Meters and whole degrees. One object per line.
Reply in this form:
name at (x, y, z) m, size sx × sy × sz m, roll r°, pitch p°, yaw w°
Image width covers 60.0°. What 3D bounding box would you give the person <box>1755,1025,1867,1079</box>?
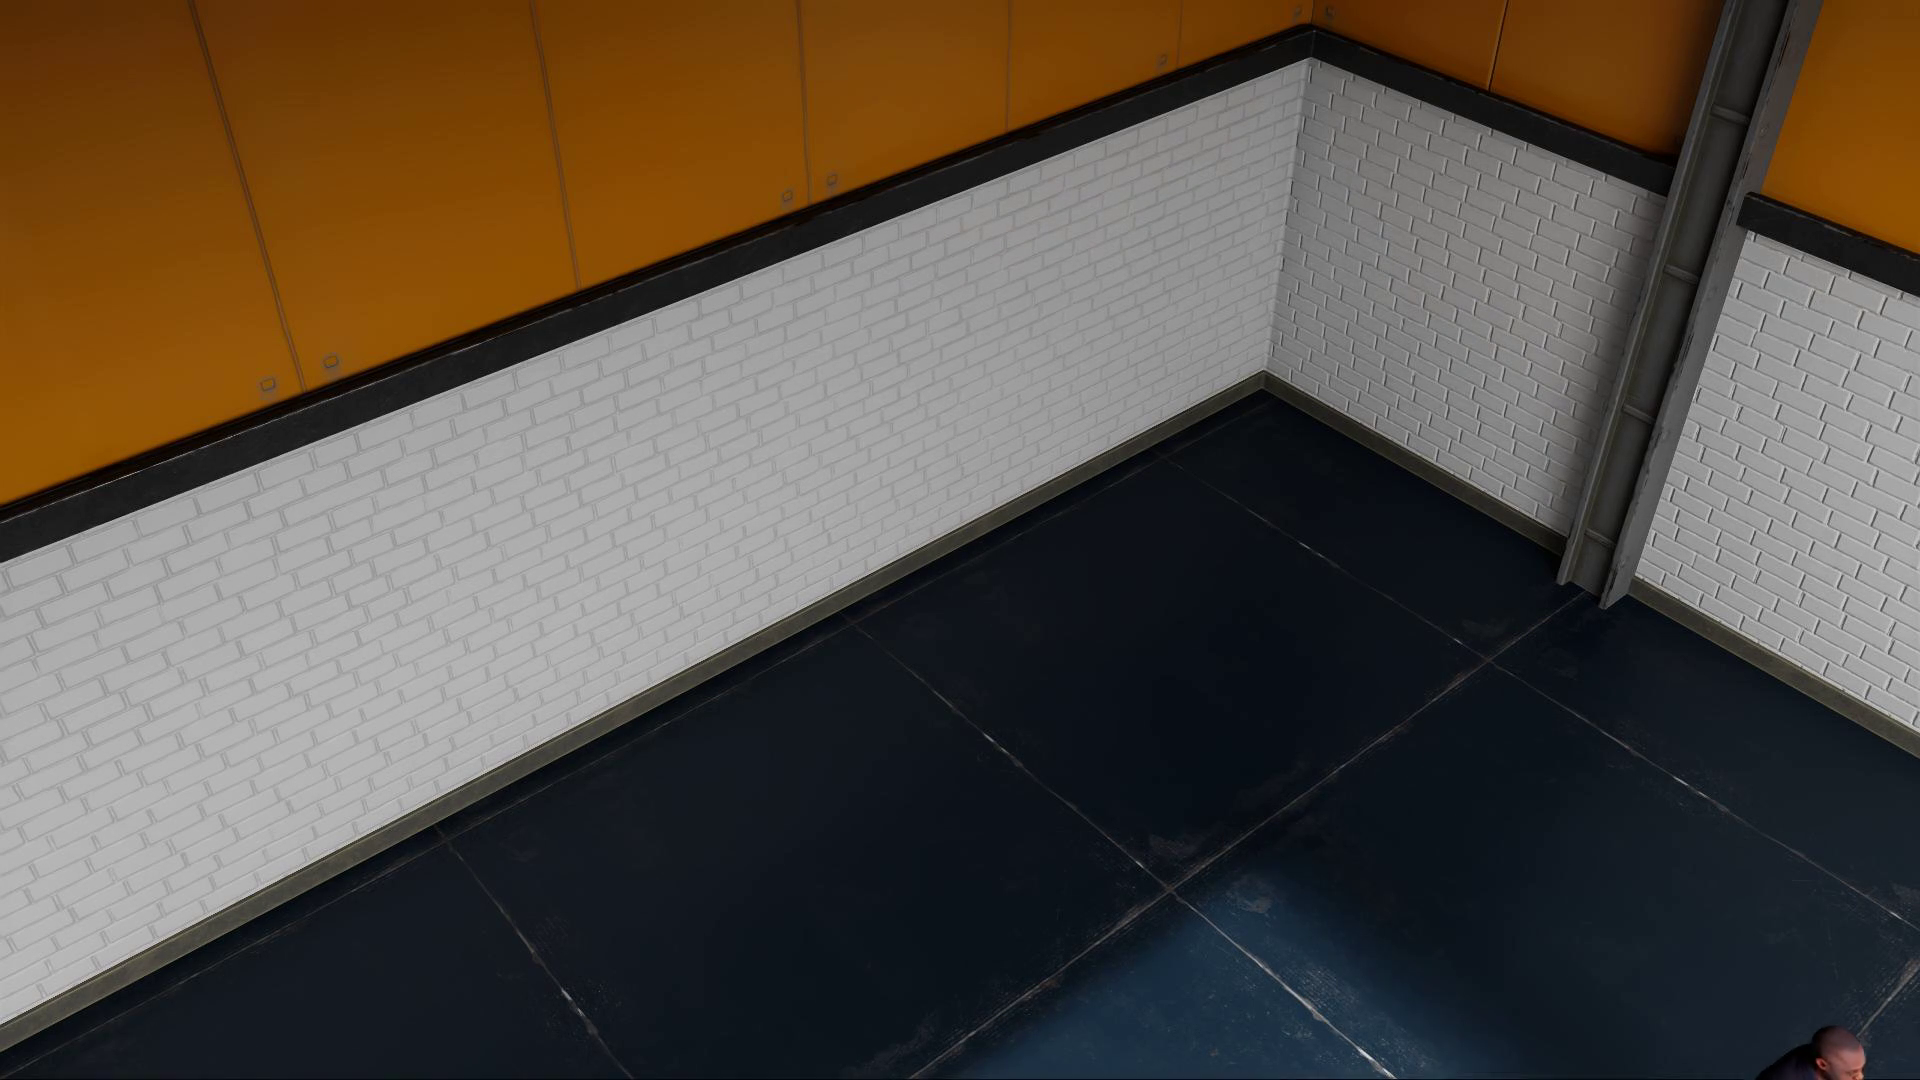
person at (3.451, 2.636, 7.273) m, size 0.816 × 1.780 × 1.114 m, roll -22°, pitch 44°, yaw -25°
